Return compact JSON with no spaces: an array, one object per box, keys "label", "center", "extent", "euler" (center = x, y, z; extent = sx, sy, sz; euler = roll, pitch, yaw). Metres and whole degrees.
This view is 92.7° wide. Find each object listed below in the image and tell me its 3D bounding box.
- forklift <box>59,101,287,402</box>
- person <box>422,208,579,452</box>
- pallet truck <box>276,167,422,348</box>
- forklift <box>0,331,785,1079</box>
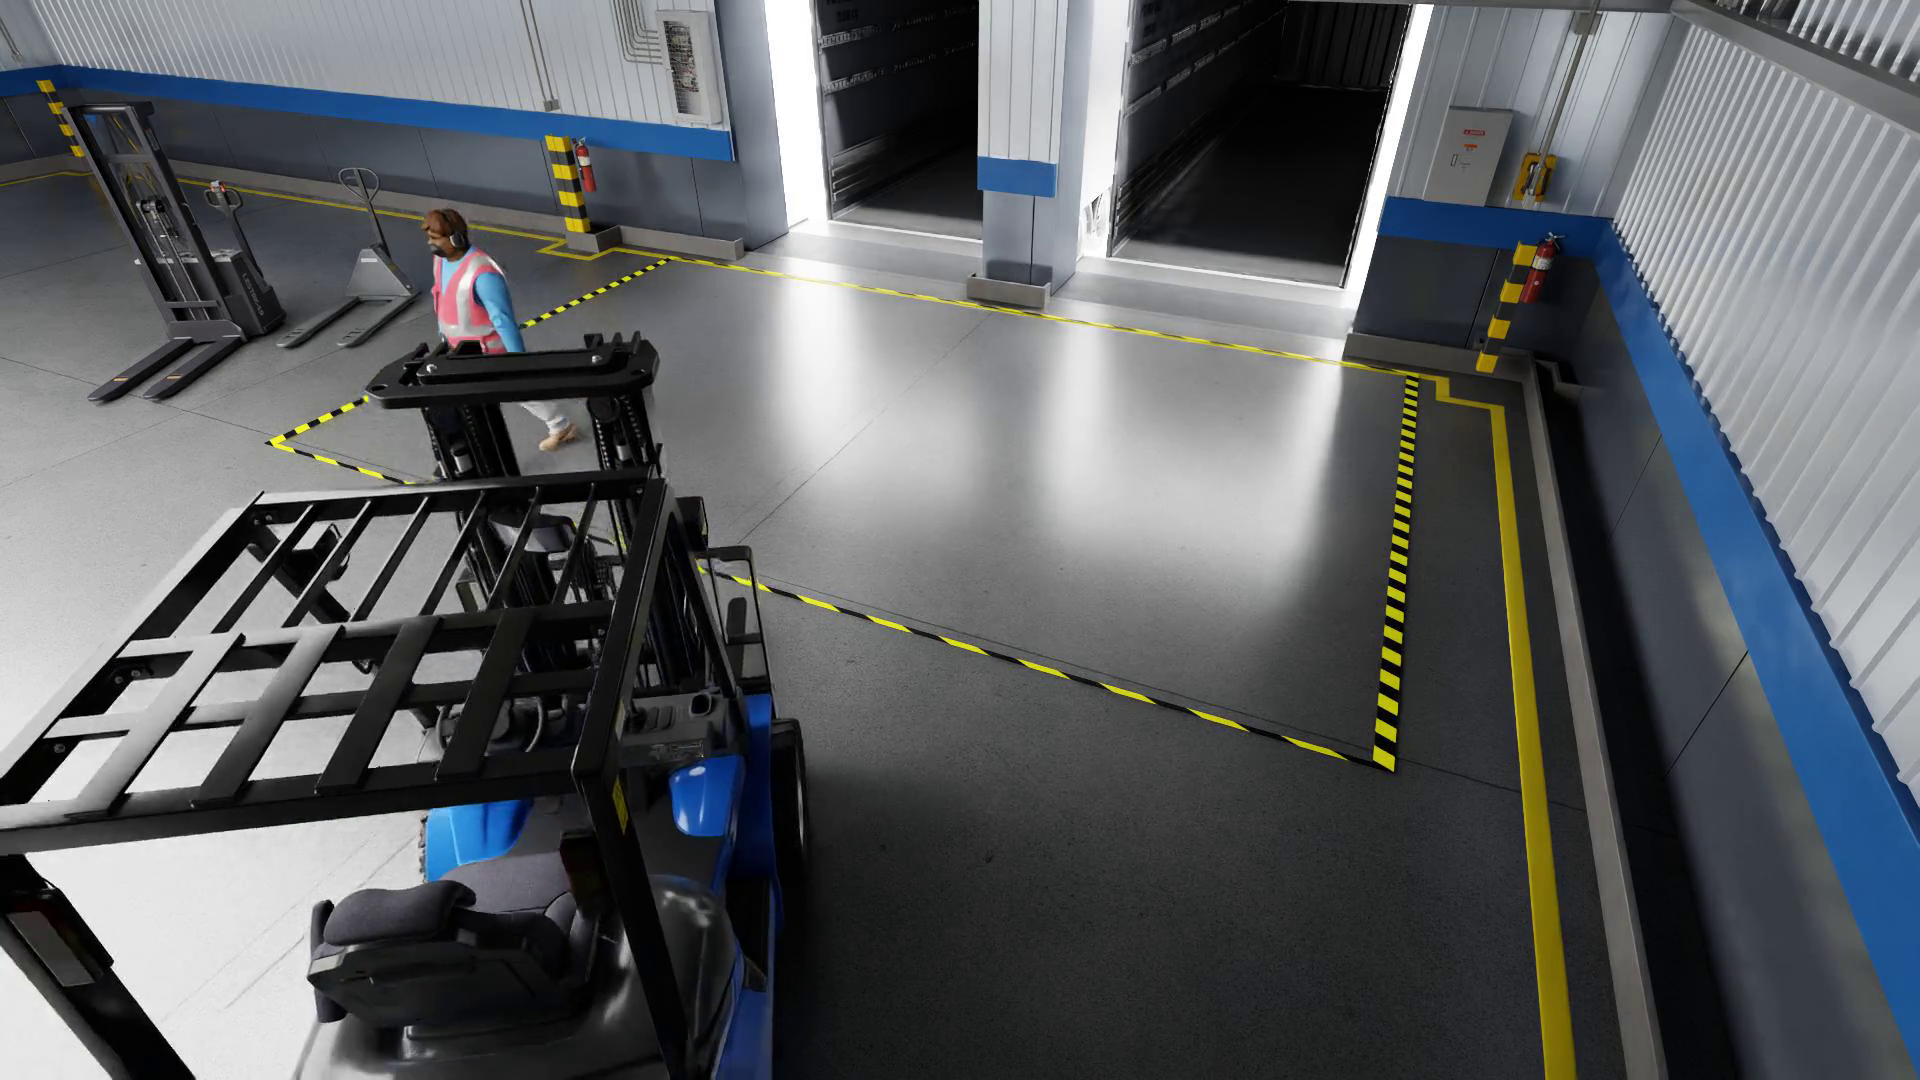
[{"label":"forklift","center":[-6.686,-2.387,7.434],"extent":[0.823,1.965,1.885],"euler":[-3,35,-5]},{"label":"person","center":[-3.120,-1.255,5.998],"extent":[0.975,1.793,0.625],"euler":[-29,44,-35]},{"label":"pallet truck","center":[-5.732,-2.611,8.414],"extent":[0.680,1.201,1.601],"euler":[-1,35,-1]},{"label":"forklift","center":[-1.168,0.862,2.477],"extent":[1.157,2.036,2.680],"euler":[-5,35,-7]}]
